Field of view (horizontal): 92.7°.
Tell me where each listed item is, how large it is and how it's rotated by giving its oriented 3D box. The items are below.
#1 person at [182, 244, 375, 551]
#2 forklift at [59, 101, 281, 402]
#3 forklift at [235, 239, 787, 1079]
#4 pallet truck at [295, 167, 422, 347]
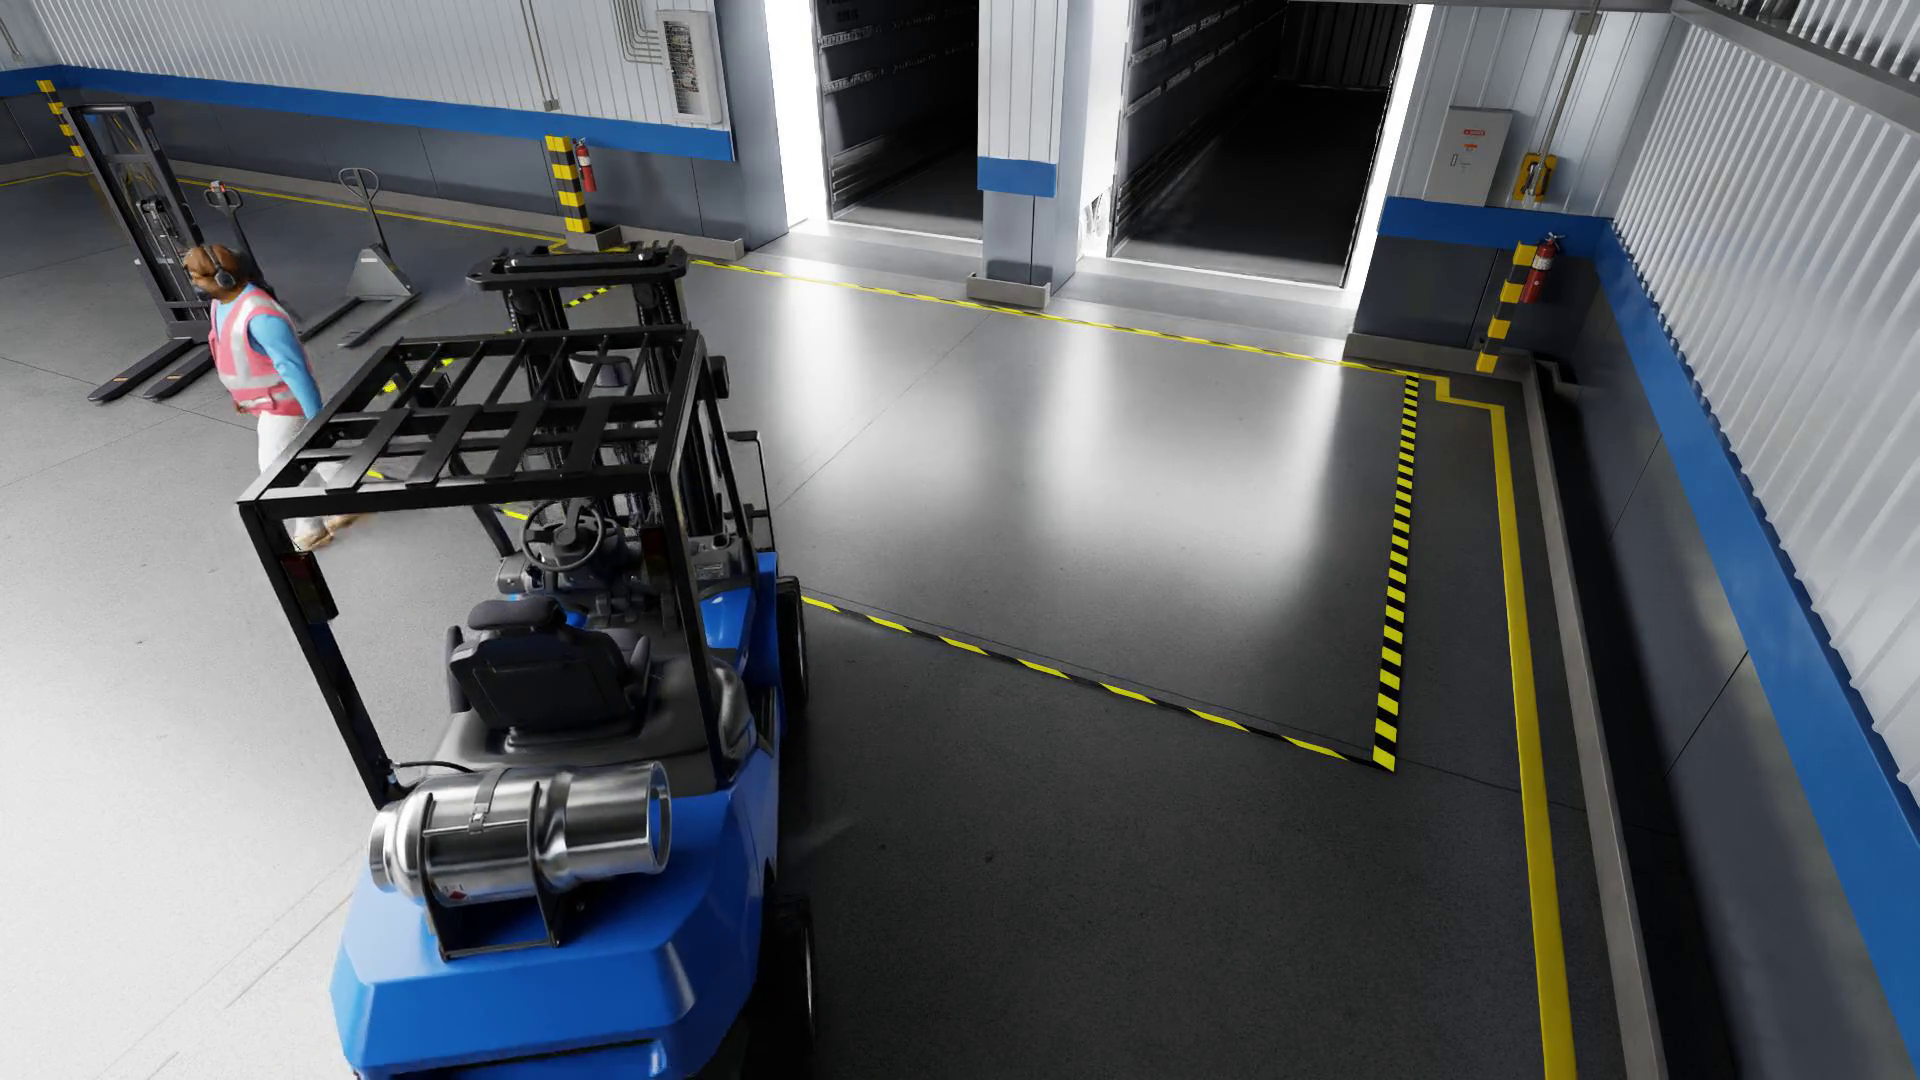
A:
[{"bbox_3d":[-4.003,-0.784,5.293,0.577,1.824,0.626,-29,44,-35],"label":"person"},{"bbox_3d":[-6.686,-2.387,7.434,0.823,1.965,1.885,-3,35,-5],"label":"forklift"},{"bbox_3d":[-1.305,0.316,3.257,1.157,2.036,2.680,-5,35,-7],"label":"forklift"},{"bbox_3d":[-5.732,-2.611,8.414,0.680,1.201,1.601,-1,35,-1],"label":"pallet truck"}]
